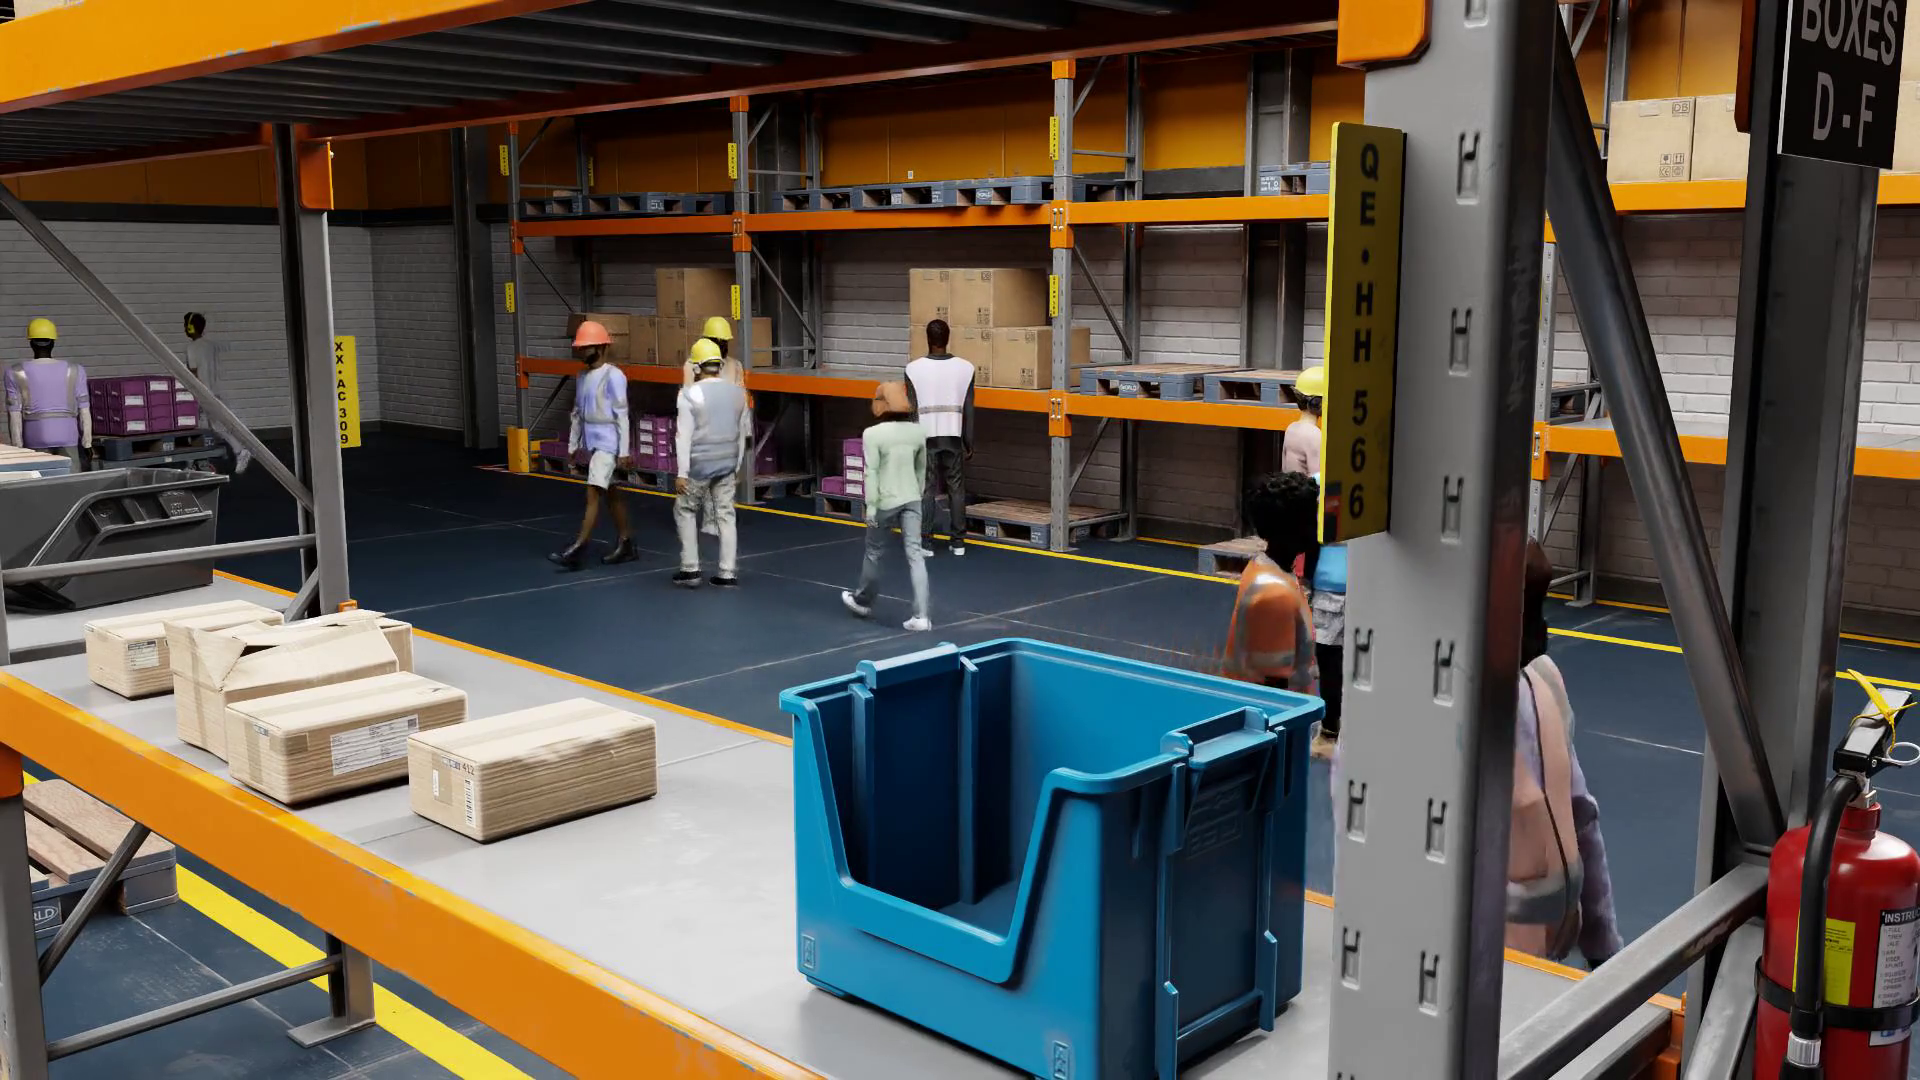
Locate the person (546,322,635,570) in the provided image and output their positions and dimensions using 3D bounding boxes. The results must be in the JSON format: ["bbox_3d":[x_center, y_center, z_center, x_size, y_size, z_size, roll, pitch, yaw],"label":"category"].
[{"bbox_3d":[-2.891,-0.715,12.810,0.909,1.900,0.570,-8,13,-42],"label":"person"}]

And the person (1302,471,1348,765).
[{"bbox_3d":[1.813,0.204,7.810,0.540,1.695,0.317,-4,10,-25],"label":"person"}]

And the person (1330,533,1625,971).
[{"bbox_3d":[1.126,0.882,3.294,0.634,1.819,0.738,-9,13,-43],"label":"person"}]

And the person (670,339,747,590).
[{"bbox_3d":[-1.876,-0.544,12.035,0.630,1.813,0.623,-9,13,-43],"label":"person"}]

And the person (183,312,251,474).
[{"bbox_3d":[-8.391,-1.617,18.547,0.845,1.850,0.521,3,10,15],"label":"person"}]

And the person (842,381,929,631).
[{"bbox_3d":[-0.456,-0.232,10.785,0.522,1.584,0.864,-6,11,-34],"label":"person"}]

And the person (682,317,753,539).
[{"bbox_3d":[-2.014,-0.941,14.181,0.751,1.900,0.622,9,13,42],"label":"person"}]

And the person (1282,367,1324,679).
[{"bbox_3d":[1.987,-0.098,9.454,0.311,1.768,0.533,-2,9,-9],"label":"person"}]

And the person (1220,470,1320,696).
[{"bbox_3d":[0.935,0.608,5.394,0.437,1.685,0.546,2,9,11],"label":"person"}]

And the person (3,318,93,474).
[{"bbox_3d":[-7.205,-0.785,13.175,0.593,1.924,0.384,-7,12,-37],"label":"person"}]

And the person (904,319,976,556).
[{"bbox_3d":[-0.155,-0.818,13.432,0.592,1.912,0.382,-3,10,-16],"label":"person"}]
